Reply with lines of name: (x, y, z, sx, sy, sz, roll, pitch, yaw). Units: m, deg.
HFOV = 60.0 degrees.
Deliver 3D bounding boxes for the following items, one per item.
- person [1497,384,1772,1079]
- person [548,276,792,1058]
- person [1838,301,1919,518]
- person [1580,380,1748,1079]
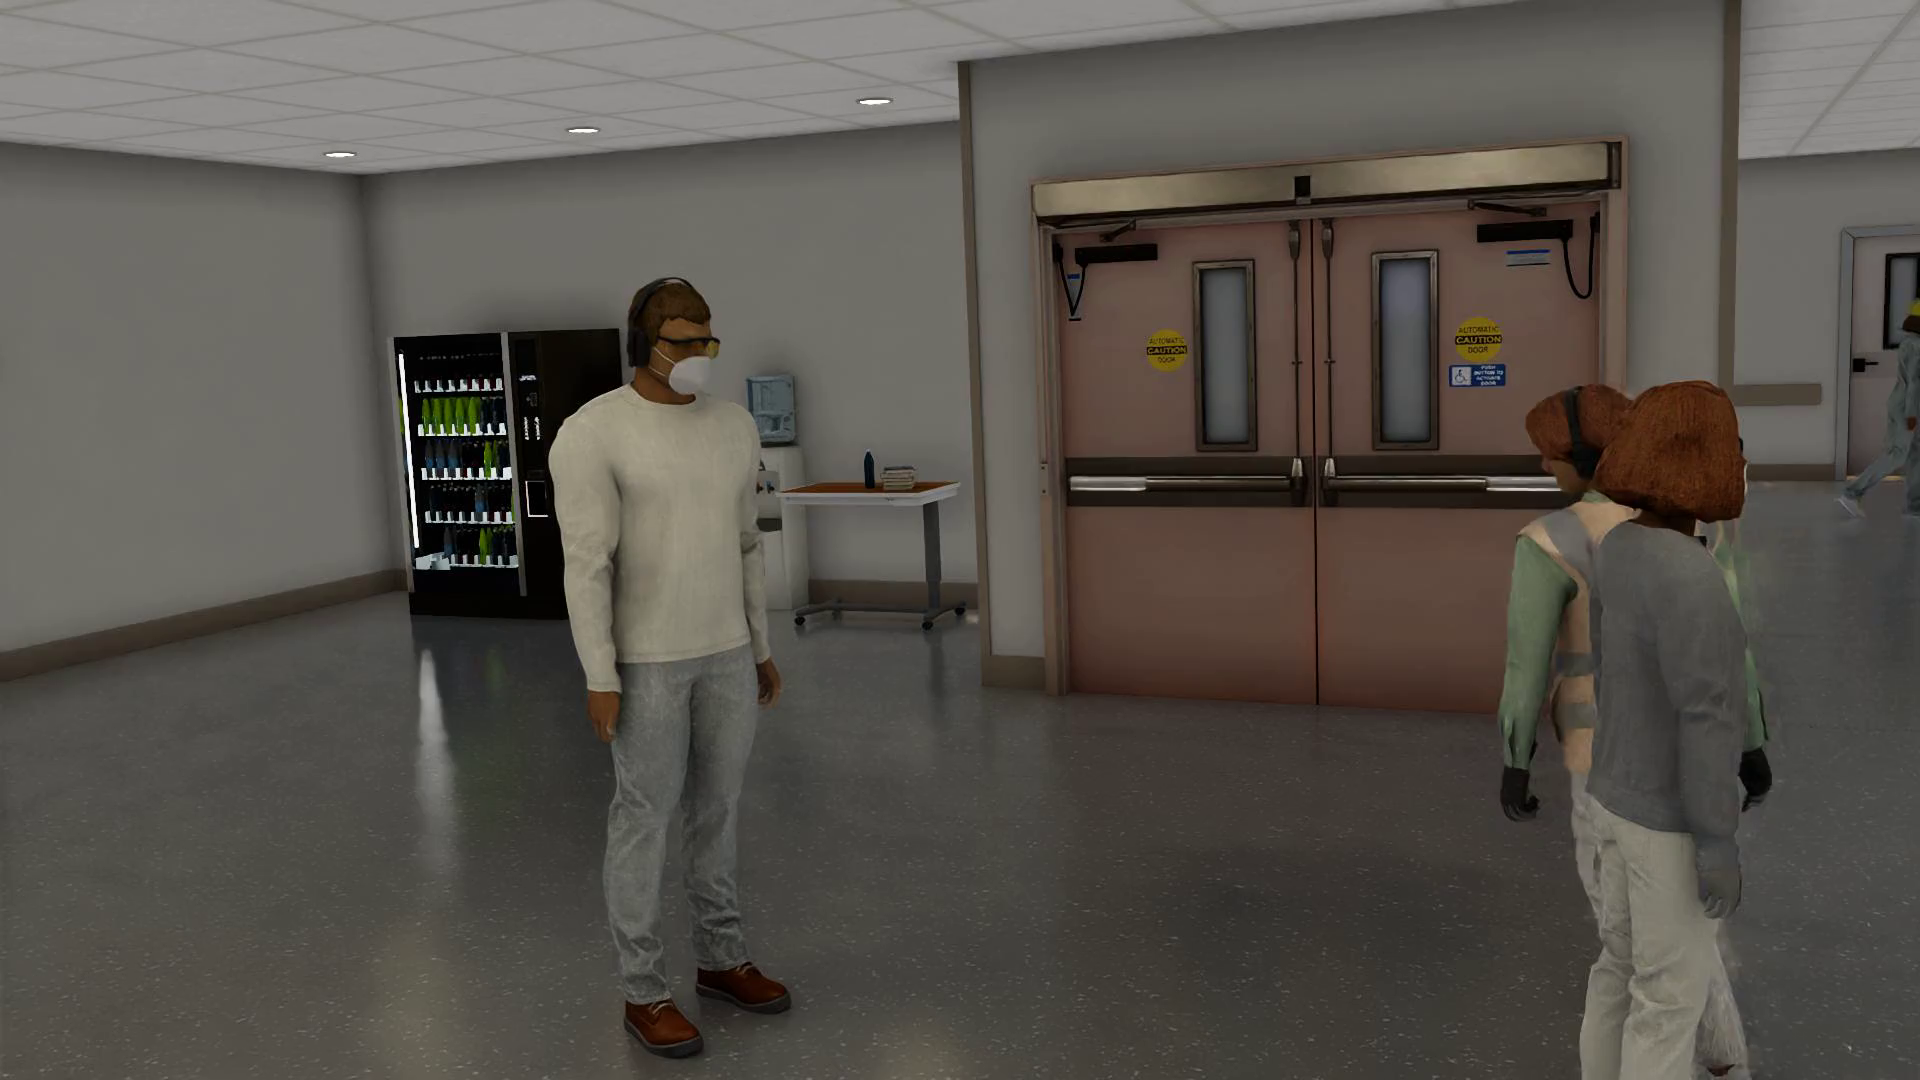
person: (1.430, 0.472, 3.531, 0.533, 1.606, 0.454, -5, 8, -20)
person: (-0.711, 0.306, 4.251, 0.373, 1.936, 0.629, 4, 10, 40)
person: (7.195, -1.006, 12.801, 0.711, 1.700, 0.498, 1, 8, 25)
person: (1.323, 0.523, 3.099, 0.278, 1.634, 0.497, -2, 7, 4)
